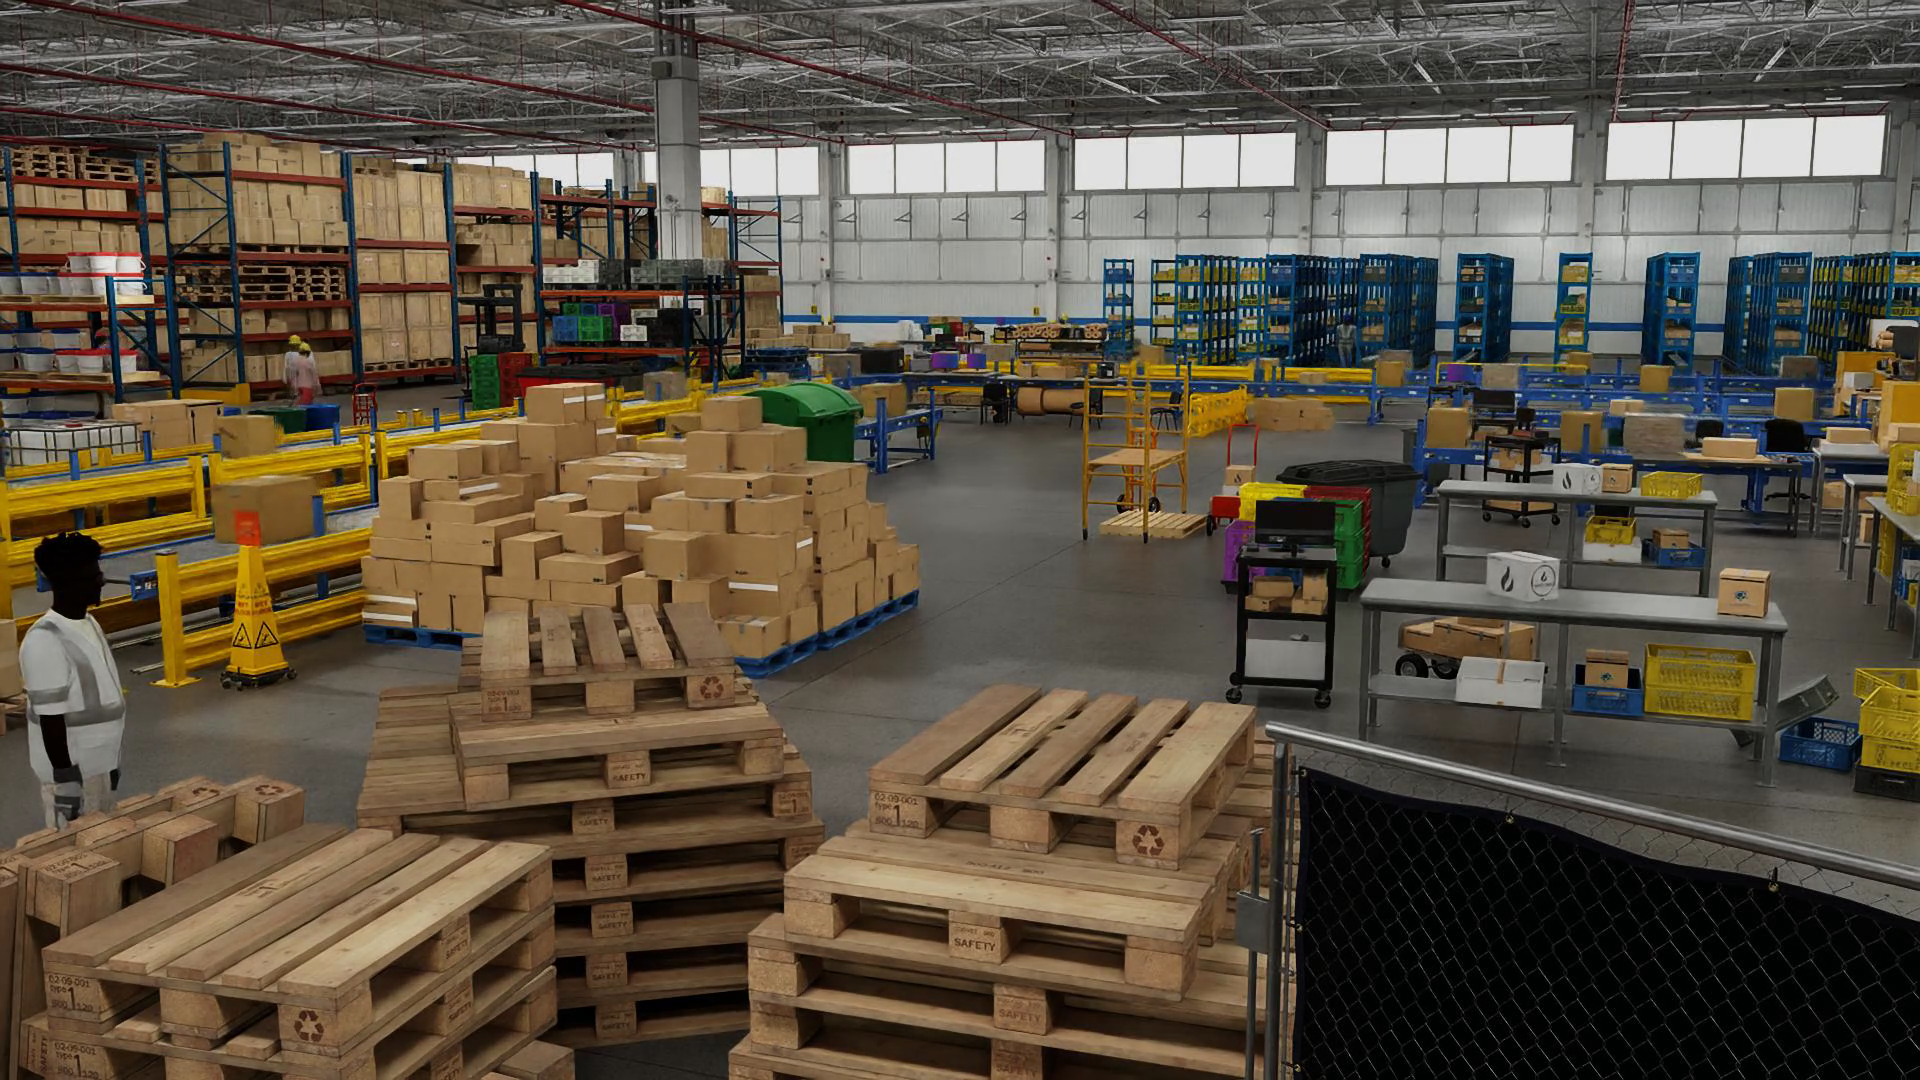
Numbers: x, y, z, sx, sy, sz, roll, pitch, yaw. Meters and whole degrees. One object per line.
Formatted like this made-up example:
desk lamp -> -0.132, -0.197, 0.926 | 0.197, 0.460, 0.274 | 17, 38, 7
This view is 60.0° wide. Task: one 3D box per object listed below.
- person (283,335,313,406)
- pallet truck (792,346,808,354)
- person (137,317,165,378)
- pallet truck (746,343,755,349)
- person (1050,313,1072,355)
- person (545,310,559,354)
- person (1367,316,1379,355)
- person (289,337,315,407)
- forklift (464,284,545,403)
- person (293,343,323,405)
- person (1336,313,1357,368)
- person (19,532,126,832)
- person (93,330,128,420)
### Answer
person -> -13.538, -3.269, 33.941 | 0.631, 1.815, 0.526 | 2, 9, 12
pallet truck -> -3.705, -4.298, 42.022 | 0.653, 1.274, 1.630 | 3, 10, 20
person -> -23.869, -5.664, 48.993 | 0.624, 1.805, 0.735 | 4, 10, 25
pallet truck -> -6.183, -4.618, 44.264 | 1.601, 1.201, 0.680 | -9, 12, -43
person -> 3.264, -6.435, 53.865 | 0.731, 1.816, 0.459 | 4, 10, 24
person -> -14.388, -7.179, 58.541 | 0.632, 1.808, 0.910 | 2, 9, 13
person -> 13.230, -6.332, 53.201 | 0.577, 1.812, 0.828 | 3, 9, 16
person -> -14.408, -3.594, 36.410 | 0.536, 1.676, 0.607 | 2, 9, 12
forklift -> -10.832, -4.702, 39.610 | 1.129, 2.768, 1.873 | 3, 10, 20
person -> -12.664, -2.940, 32.124 | 0.526, 1.733, 0.853 | 5, 10, 26
person -> 11.494, -5.794, 49.509 | 0.619, 1.922, 0.836 | 2, 9, 14
person -> -3.737, 0.935, 7.079 | 0.368, 1.966, 0.603 | -2, 9, -13
person -> -17.857, -3.463, 34.918 | 0.789, 1.908, 0.557 | 1, 9, 4
